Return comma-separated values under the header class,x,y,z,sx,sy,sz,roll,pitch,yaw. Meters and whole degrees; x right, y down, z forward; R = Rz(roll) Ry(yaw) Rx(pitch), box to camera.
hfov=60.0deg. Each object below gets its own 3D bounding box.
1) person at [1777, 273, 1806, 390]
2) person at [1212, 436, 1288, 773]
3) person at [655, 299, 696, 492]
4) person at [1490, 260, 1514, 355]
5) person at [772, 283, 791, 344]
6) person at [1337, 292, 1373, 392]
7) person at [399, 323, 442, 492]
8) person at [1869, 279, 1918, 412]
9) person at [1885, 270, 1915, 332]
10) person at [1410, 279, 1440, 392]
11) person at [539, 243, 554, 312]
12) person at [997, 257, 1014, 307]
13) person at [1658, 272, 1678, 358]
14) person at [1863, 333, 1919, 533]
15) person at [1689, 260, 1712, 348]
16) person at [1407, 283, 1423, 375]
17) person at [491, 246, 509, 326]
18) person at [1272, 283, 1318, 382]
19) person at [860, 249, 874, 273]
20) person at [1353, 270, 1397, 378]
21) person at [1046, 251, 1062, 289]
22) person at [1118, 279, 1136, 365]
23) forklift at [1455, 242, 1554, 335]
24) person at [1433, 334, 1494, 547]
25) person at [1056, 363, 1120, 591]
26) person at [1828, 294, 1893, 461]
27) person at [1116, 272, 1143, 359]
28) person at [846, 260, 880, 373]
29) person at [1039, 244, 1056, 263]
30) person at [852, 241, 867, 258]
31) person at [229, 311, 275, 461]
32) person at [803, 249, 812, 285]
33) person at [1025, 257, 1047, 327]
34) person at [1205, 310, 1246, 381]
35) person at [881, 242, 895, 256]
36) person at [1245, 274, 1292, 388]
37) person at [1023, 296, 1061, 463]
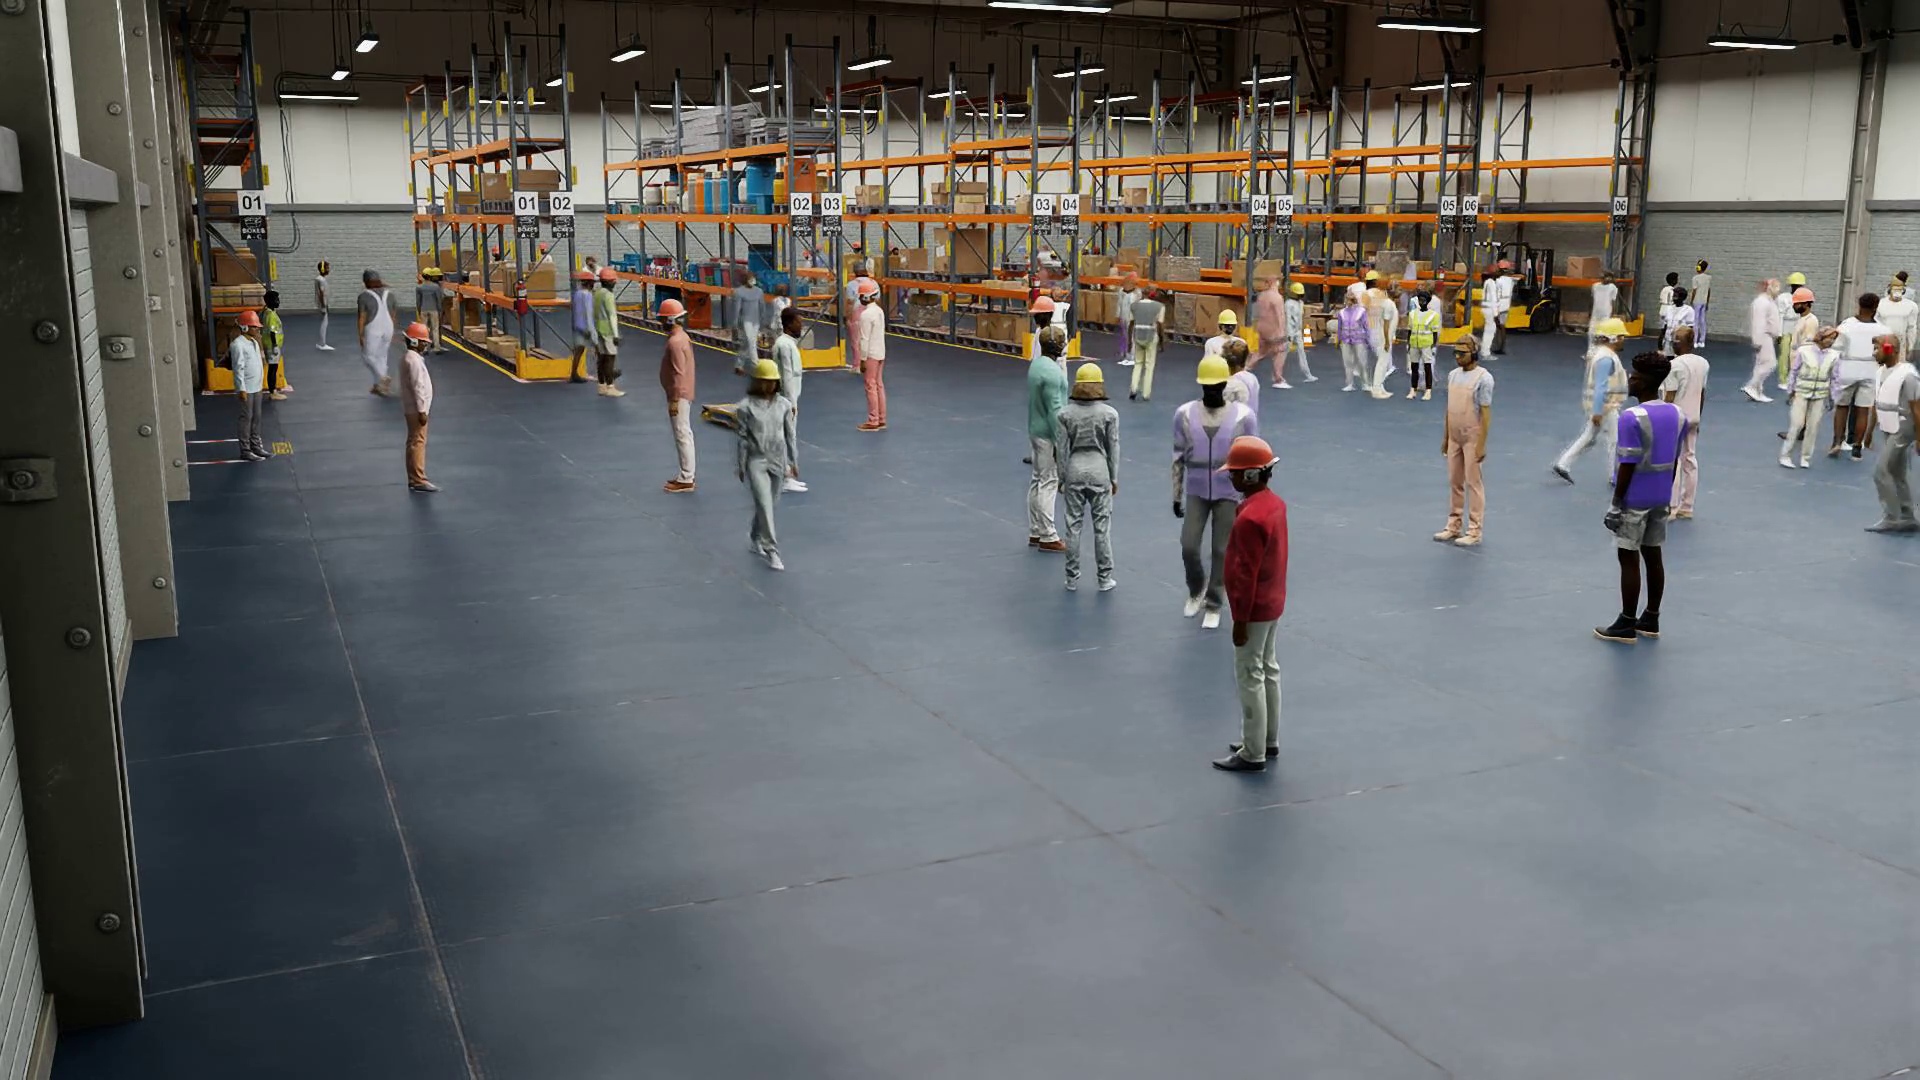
class,x,y,z,sx,sy,sz,roll,pitch,yaw
person,13.562,-3.389,27.081,0.596,1.905,0.498,-1,11,-4
person,1.501,0.327,8.632,0.354,1.743,0.572,5,12,25
person,-2.942,-1.494,17.242,0.396,1.992,0.622,0,11,-2
person,10.980,-4.751,33.987,0.561,1.914,0.646,-5,12,-24
person,-3.197,-3.818,29.994,0.387,1.629,0.521,7,13,32
person,6.393,-3.183,26.793,0.666,1.610,0.359,8,14,36
person,-5.617,-1.374,17.270,0.337,1.742,0.561,-6,13,-28
person,13.428,-2.793,24.010,0.627,1.933,0.366,4,12,20
person,17.121,-4.004,30.378,0.525,1.850,0.716,4,12,20
person,7.480,-3.280,26.760,0.553,1.826,0.466,-8,14,-36
person,-12.110,-7.675,48.652,0.392,1.995,0.612,-10,15,-41
person,1.332,-7.505,48.693,0.522,1.640,0.306,4,12,18
person,14.200,-4.504,33.295,0.315,1.696,0.540,-1,11,-5
person,8.409,-0.948,14.945,0.638,1.802,0.579,2,11,9
person,15.857,-5.065,35.699,0.516,1.876,0.327,-4,12,-21
person,8.188,-3.773,29.725,0.514,1.642,0.310,-11,15,-44
person,-11.739,-6.453,42.321,0.608,2.044,0.370,-2,11,-12
person,5.703,-3.523,28.325,0.823,1.682,0.554,10,15,41
person,-2.735,-7.330,47.146,0.629,1.889,0.644,6,13,29
person,7.282,-3.784,29.174,0.954,1.886,0.595,9,15,40
person,2.770,-7.689,49.306,0.534,1.767,0.319,3,12,16
person,3.186,-4.130,31.554,0.286,1.633,0.501,-2,11,-8
forklift,13.047,-6.049,39.881,2.313,2.155,1.214,-5,12,-23
person,4.393,-0.867,14.463,0.339,1.838,0.507,-5,12,-25
person,0.979,-0.477,12.727,0.483,1.738,0.313,2,11,12
person,10.528,-1.900,19.481,0.638,1.929,0.522,5,12,25
person,3.345,-4.382,32.580,0.569,1.728,0.397,-7,13,-31
person,-1.805,-4.035,30.035,0.688,2.000,0.536,-8,14,-36
person,2.823,-8.743,54.376,0.643,1.882,0.657,2,11,11
person,-2.991,-7.676,48.526,0.614,2.046,0.366,-7,13,-31
person,-8.274,-1.798,19.429,0.350,1.743,0.564,0,11,1
person,-4.749,-8.243,52.196,0.354,1.740,0.580,-3,12,-16
person,1.761,-5.583,38.313,0.444,1.883,0.718,8,13,34
person,3.081,-1.786,19.310,0.525,1.769,0.311,-4,12,-18
person,-2.078,-7.612,48.255,0.636,2.026,0.587,-5,12,-25
person,5.054,-3.424,27.392,0.745,1.880,0.728,-3,11,-14
person,0.954,-1.805,18.960,0.352,1.941,0.543,-5,12,-23
